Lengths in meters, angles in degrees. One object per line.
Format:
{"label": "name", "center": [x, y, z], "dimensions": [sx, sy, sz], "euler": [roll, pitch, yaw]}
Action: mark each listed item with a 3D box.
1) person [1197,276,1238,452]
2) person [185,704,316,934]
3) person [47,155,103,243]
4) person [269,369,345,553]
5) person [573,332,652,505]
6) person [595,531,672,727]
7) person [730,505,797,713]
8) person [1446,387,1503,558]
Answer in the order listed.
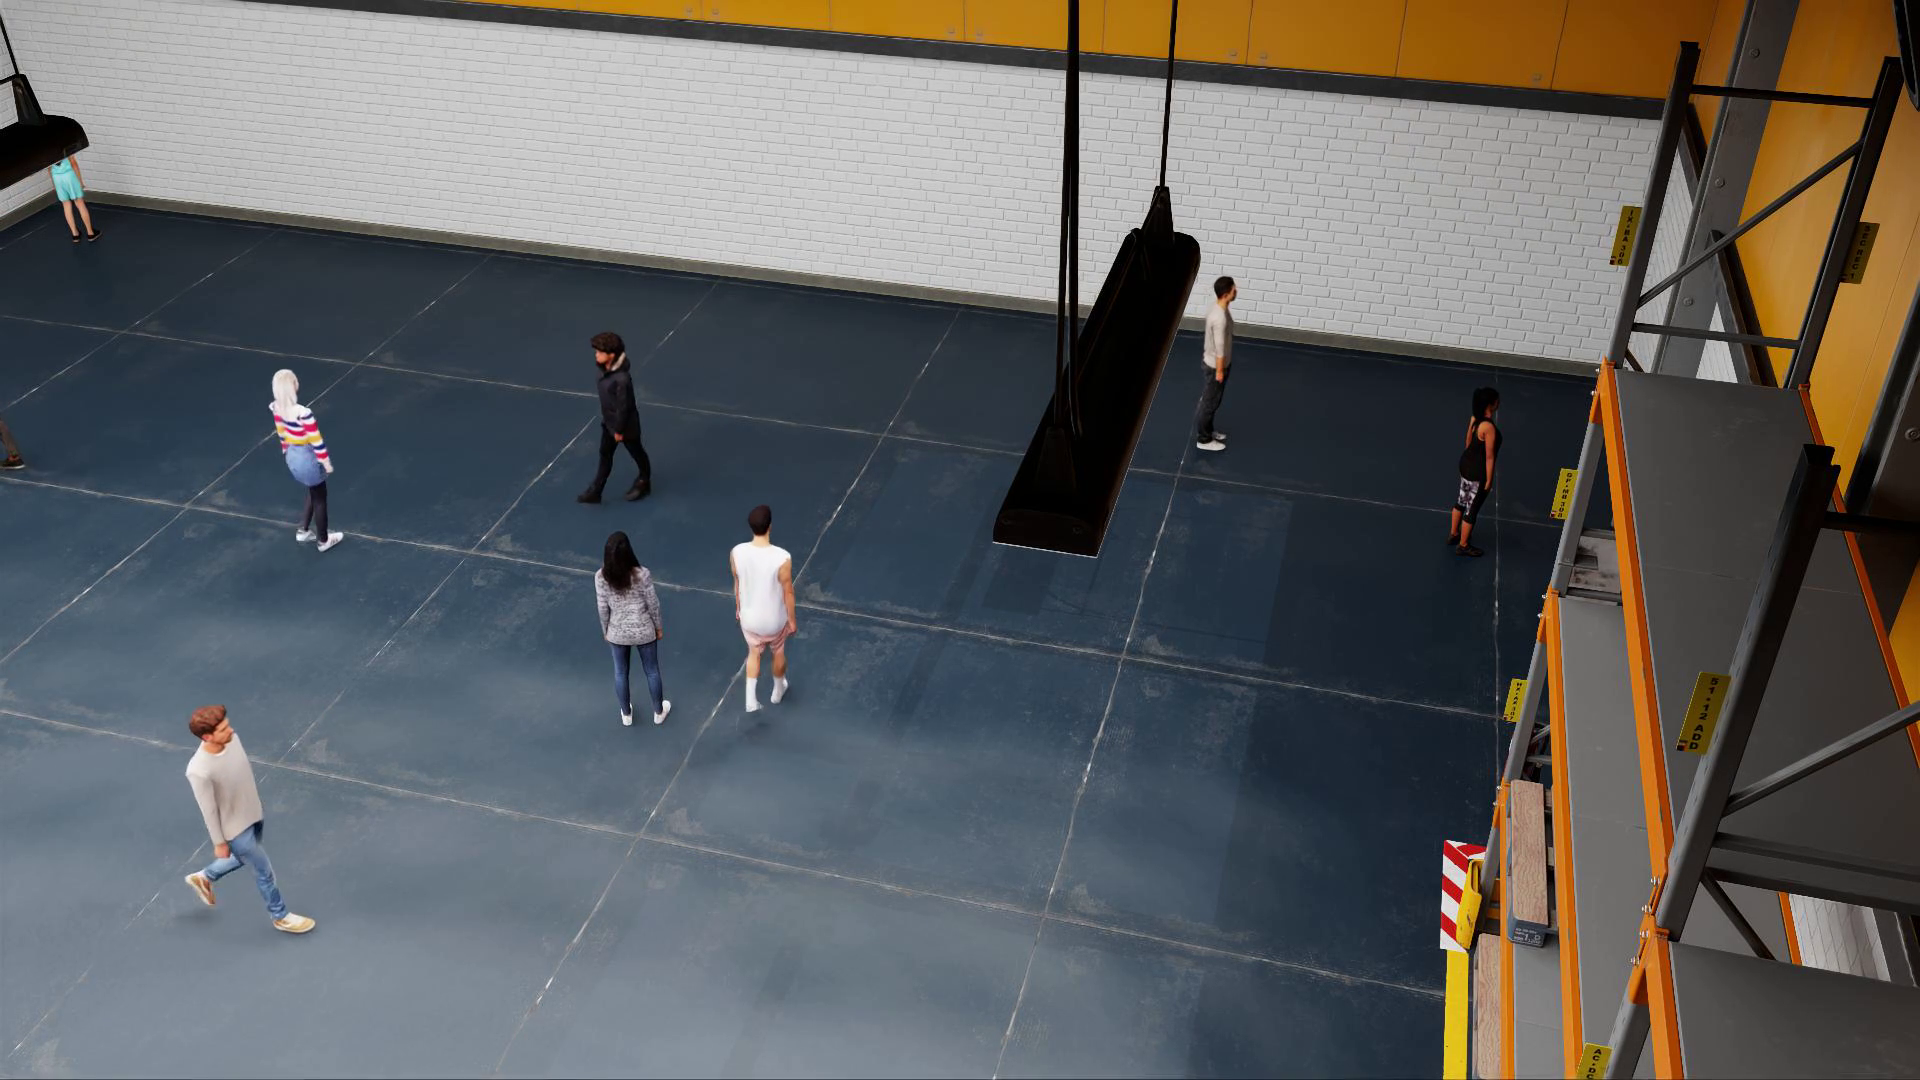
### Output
{"label": "person", "center": [2.479, -1.729, 16.217], "dimensions": [0.746, 1.813, 0.541], "euler": [3, 34, 4]}
{"label": "person", "center": [-4.782, 1.822, 10.816], "dimensions": [0.869, 1.877, 1.085], "euler": [3, 34, 4]}
{"label": "person", "center": [-11.046, -4.455, 20.548], "dimensions": [0.611, 1.558, 0.619], "euler": [-2, 34, -3]}
{"label": "person", "center": [-5.812, -0.652, 14.608], "dimensions": [0.755, 1.800, 0.782], "euler": [20, 39, 28]}
{"label": "person", "center": [-3.070, -1.144, 15.392], "dimensions": [1.106, 1.750, 0.969], "euler": [-26, 41, -33]}
{"label": "person", "center": [-2.508, 0.677, 12.668], "dimensions": [0.667, 1.733, 0.628], "euler": [-2, 34, -2]}
{"label": "person", "center": [-1.541, 0.609, 12.747], "dimensions": [0.704, 1.759, 0.911], "euler": [8, 34, 12]}
{"label": "person", "center": [4.561, -0.623, 14.700], "dimensions": [0.718, 1.648, 0.602], "euler": [-6, 34, -9]}
